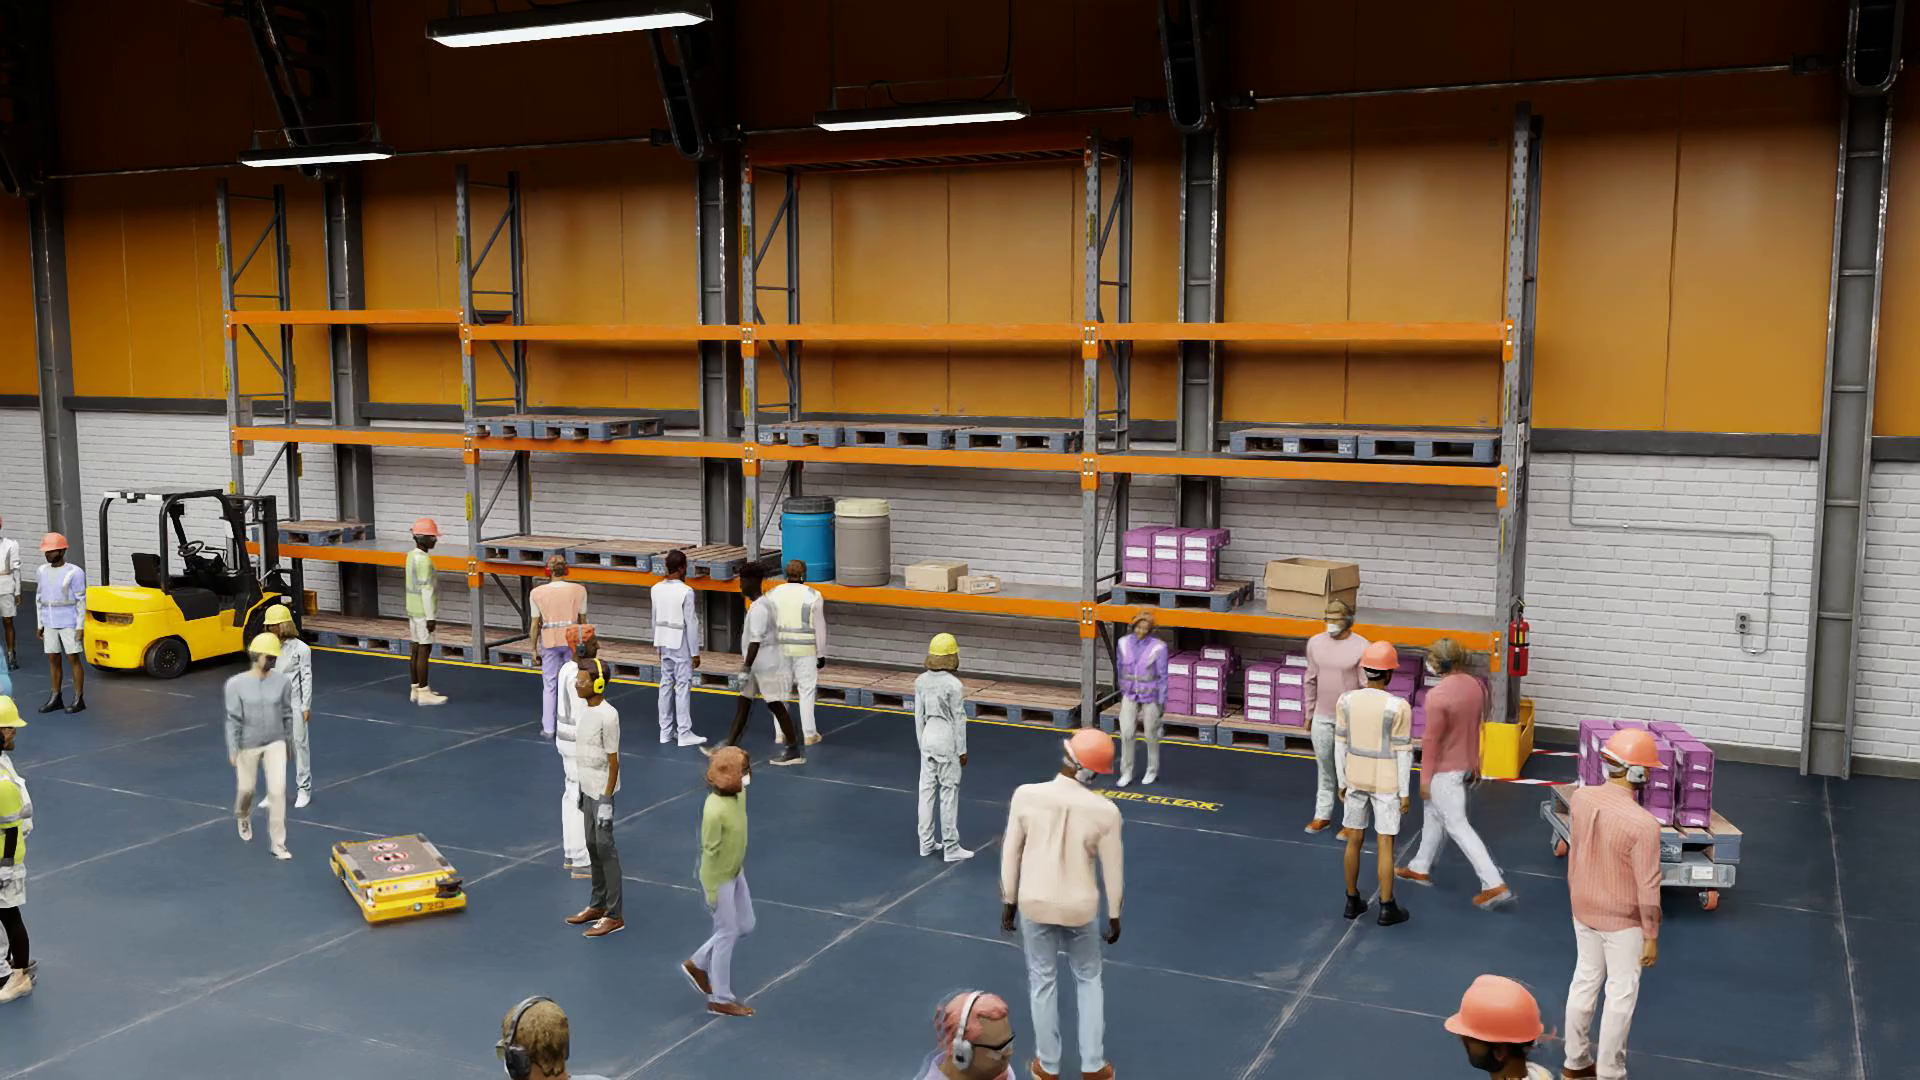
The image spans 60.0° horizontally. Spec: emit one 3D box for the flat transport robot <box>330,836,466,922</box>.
[{"bbox_3d":[-4.073,2.399,11.986,0.652,0.197,1.431,-4,8,-30],"label":"flat transport robot"}]

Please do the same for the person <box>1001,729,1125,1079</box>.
[{"bbox_3d":[0.542,1.960,8.794,0.664,1.946,0.397,1,7,5],"label":"person"}]

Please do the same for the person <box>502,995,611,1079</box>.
[{"bbox_3d":[-1.302,2.392,5.275,0.386,1.927,0.641,4,8,27],"label":"person"}]

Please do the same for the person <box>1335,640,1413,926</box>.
[{"bbox_3d":[2.831,1.648,11.358,0.546,1.939,0.375,6,9,40],"label":"person"}]

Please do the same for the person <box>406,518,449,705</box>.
[{"bbox_3d":[-5.834,0.775,18.156,0.394,2.040,0.610,-4,8,-31],"label":"person"}]

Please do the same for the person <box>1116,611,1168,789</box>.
[{"bbox_3d":[1.609,1.406,14.701,0.531,1.602,0.668,4,8,28],"label":"person"}]

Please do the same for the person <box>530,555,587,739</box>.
[{"bbox_3d":[-3.980,1.069,16.563,0.562,1.837,0.387,-3,7,-23],"label":"person"}]

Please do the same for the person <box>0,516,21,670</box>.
[{"bbox_3d":[-11.564,0.608,19.955,0.542,1.938,0.358,-4,8,-27],"label":"person"}]

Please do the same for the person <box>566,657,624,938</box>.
[{"bbox_3d":[-2.450,1.705,11.150,0.328,1.876,0.513,-5,8,-33],"label":"person"}]

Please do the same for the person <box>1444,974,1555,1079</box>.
[{"bbox_3d":[1.851,2.372,5.446,0.576,1.920,0.550,4,8,30],"label":"person"}]

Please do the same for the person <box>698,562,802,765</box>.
[{"bbox_3d":[-1.939,1.159,15.460,0.986,1.909,0.629,-1,7,-10],"label":"person"}]

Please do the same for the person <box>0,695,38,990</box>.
[{"bbox_3d":[-5.900,1.849,10.193,0.403,1.821,0.602,-4,8,-32],"label":"person"}]

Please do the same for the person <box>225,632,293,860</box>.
[{"bbox_3d":[-5.427,1.568,12.887,0.533,1.723,0.781,-5,9,-38],"label":"person"}]

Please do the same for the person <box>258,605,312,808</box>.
[{"bbox_3d":[-5.753,1.409,14.131,0.490,1.744,0.295,0,7,4],"label":"person"}]

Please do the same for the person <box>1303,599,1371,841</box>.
[{"bbox_3d":[3.029,1.423,13.277,0.366,1.931,0.634,-7,10,-44],"label":"person"}]

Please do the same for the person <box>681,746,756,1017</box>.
[{"bbox_3d":[-1.416,1.995,9.782,0.422,1.617,0.528,1,7,12],"label":"person"}]

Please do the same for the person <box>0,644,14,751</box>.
[{"bbox_3d":[-8.566,1.424,14.508,0.577,1.611,0.472,-1,7,-5],"label":"person"}]

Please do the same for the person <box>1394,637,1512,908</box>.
[{"bbox_3d":[3.510,1.624,11.792,0.629,1.895,1.001,-6,9,-43],"label":"person"}]

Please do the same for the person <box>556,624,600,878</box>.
[{"bbox_3d":[-2.812,1.555,12.353,0.358,1.883,0.572,-3,7,-21],"label":"person"}]

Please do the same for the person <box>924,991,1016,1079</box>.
[{"bbox_3d":[-0.007,2.384,5.485,0.658,1.890,0.657,4,8,31],"label":"person"}]

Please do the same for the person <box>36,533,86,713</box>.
[{"bbox_3d":[-9.572,0.882,17.686,0.542,1.939,0.365,1,7,8],"label":"person"}]

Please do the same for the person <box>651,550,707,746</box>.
[{"bbox_3d":[-2.786,1.058,16.316,0.593,1.920,0.391,5,9,37],"label":"person"}]

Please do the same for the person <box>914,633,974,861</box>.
[{"bbox_3d":[-0.128,1.576,12.748,0.483,1.745,0.300,6,9,42],"label":"person"}]

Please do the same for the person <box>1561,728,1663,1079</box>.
[{"bbox_3d":[3.422,1.952,8.681,0.403,1.982,0.627,-3,7,-20],"label":"person"}]

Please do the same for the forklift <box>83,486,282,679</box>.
[{"bbox_3d":[-9.426,0.454,20.179,1.214,2.155,2.313,3,8,26],"label":"forklift"}]

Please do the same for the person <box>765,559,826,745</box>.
[{"bbox_3d":[-1.608,1.098,16.349,0.630,1.836,0.430,2,7,16],"label":"person"}]

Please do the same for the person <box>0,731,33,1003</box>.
[{"bbox_3d":[-5.831,1.928,10.029,0.541,1.696,0.315,6,9,40],"label":"person"}]
